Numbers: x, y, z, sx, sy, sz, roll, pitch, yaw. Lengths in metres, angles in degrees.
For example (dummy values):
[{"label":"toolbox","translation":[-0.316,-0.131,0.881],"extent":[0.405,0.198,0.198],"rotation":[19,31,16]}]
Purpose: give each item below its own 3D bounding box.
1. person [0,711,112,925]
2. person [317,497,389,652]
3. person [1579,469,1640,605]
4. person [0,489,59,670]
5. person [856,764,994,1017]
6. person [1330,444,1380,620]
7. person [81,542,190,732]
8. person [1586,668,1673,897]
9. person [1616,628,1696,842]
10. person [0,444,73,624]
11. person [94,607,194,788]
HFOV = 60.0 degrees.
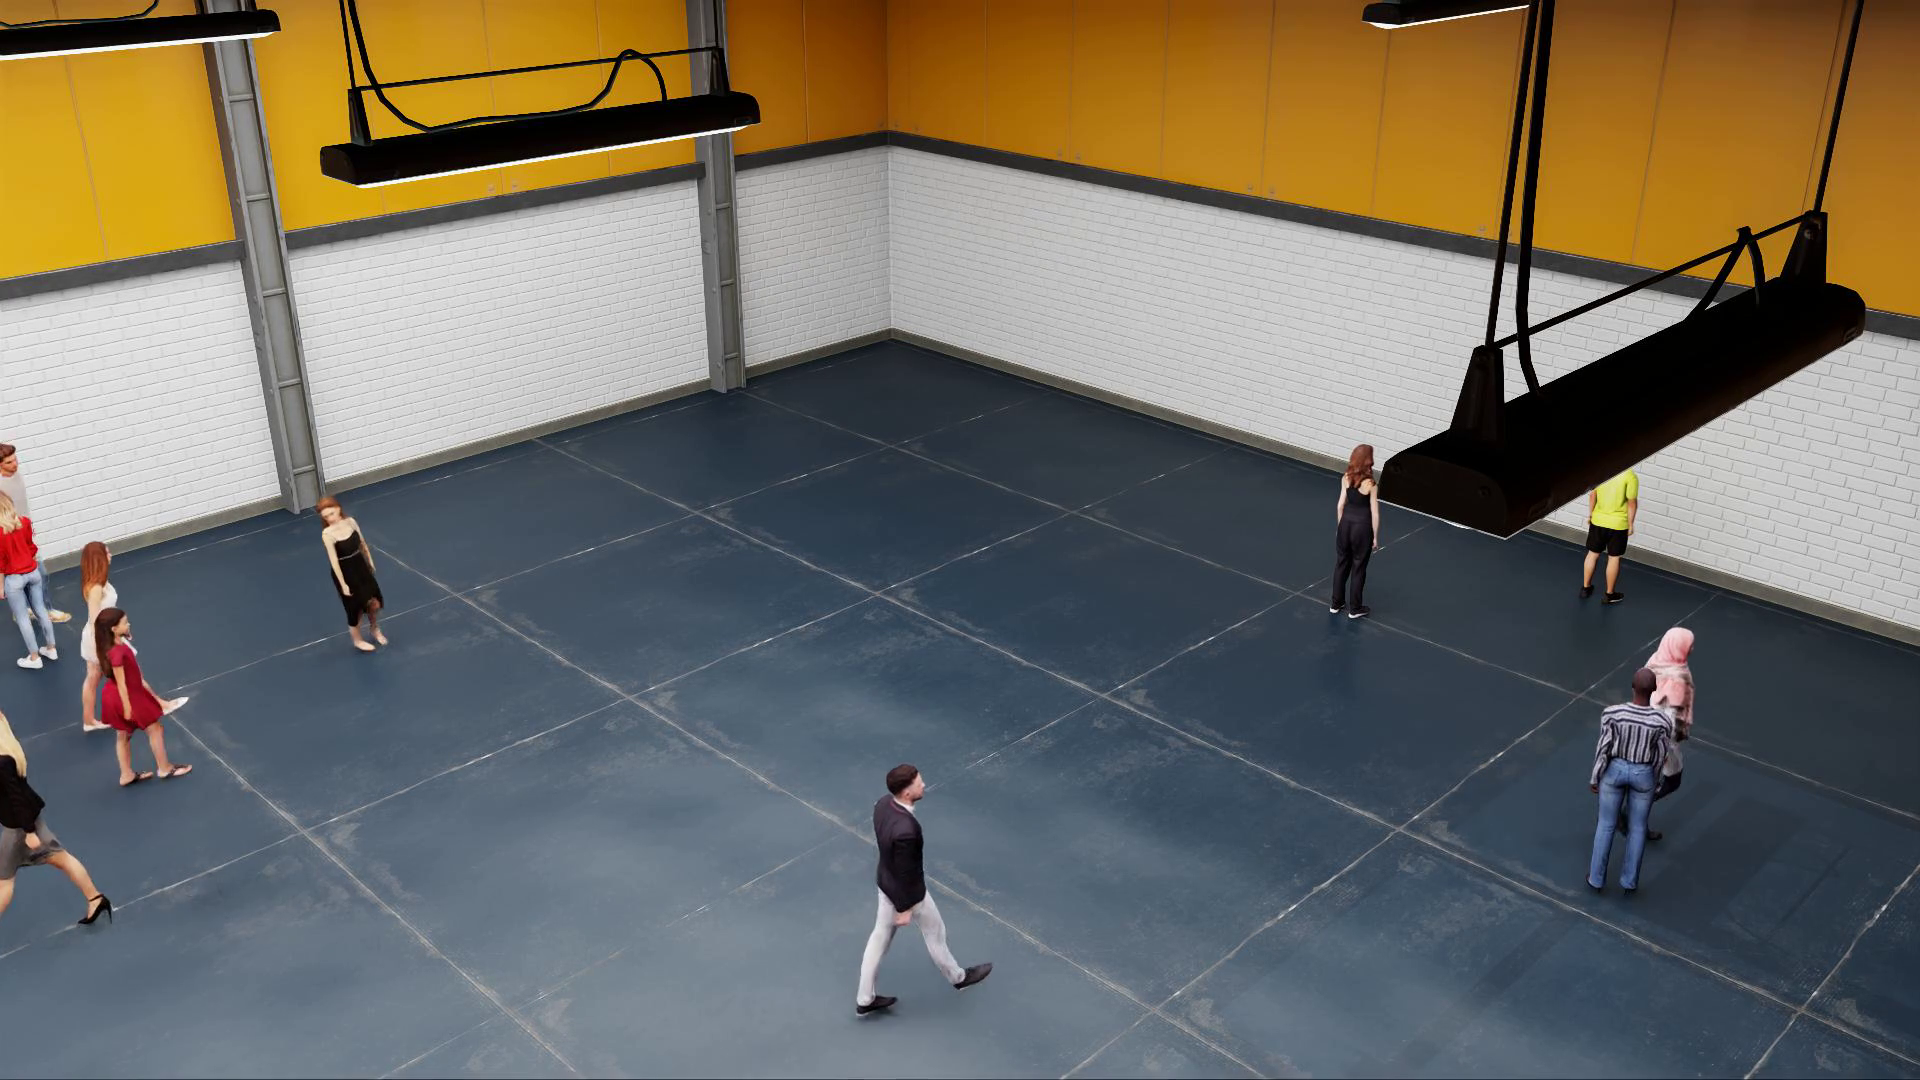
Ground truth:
[{"label":"person","translation":[-6.234,1.942,11.275],"extent":[1.247,1.786,0.897],"rotation":[-12,26,-25]},{"label":"person","translation":[-5.587,0.317,15.240],"extent":[0.764,1.587,0.613],"rotation":[8,25,18]},{"label":"person","translation":[6.377,-0.209,16.293],"extent":[0.509,1.708,0.611],"rotation":[-22,32,-40]},{"label":"person","translation":[-8.493,0.346,15.027],"extent":[0.744,1.704,0.587],"rotation":[9,25,20]},{"label":"person","translation":[-0.464,2.254,10.542],"extent":[1.255,1.800,0.975],"rotation":[-10,26,-22]},{"label":"person","translation":[3.796,-0.099,15.992],"extent":[0.600,1.747,0.521],"rotation":[19,30,37]},{"label":"person","translation":[-7.258,0.855,13.912],"extent":[1.127,1.666,0.776],"rotation":[-11,26,-23]},{"label":"person","translation":[4.729,1.720,11.769],"extent":[0.696,1.796,0.685],"rotation":[7,25,17]},{"label":"person","translation":[5.084,1.471,12.342],"extent":[0.885,1.793,0.824],"rotation":[-2,24,-4]},{"label":"person","translation":[-8.946,-0.010,15.648],"extent":[0.997,1.860,0.929],"rotation":[-5,24,-12]},{"label":"person","translation":[-6.672,1.263,13.138],"extent":[0.788,1.537,0.605],"rotation":[-18,29,-35]}]
